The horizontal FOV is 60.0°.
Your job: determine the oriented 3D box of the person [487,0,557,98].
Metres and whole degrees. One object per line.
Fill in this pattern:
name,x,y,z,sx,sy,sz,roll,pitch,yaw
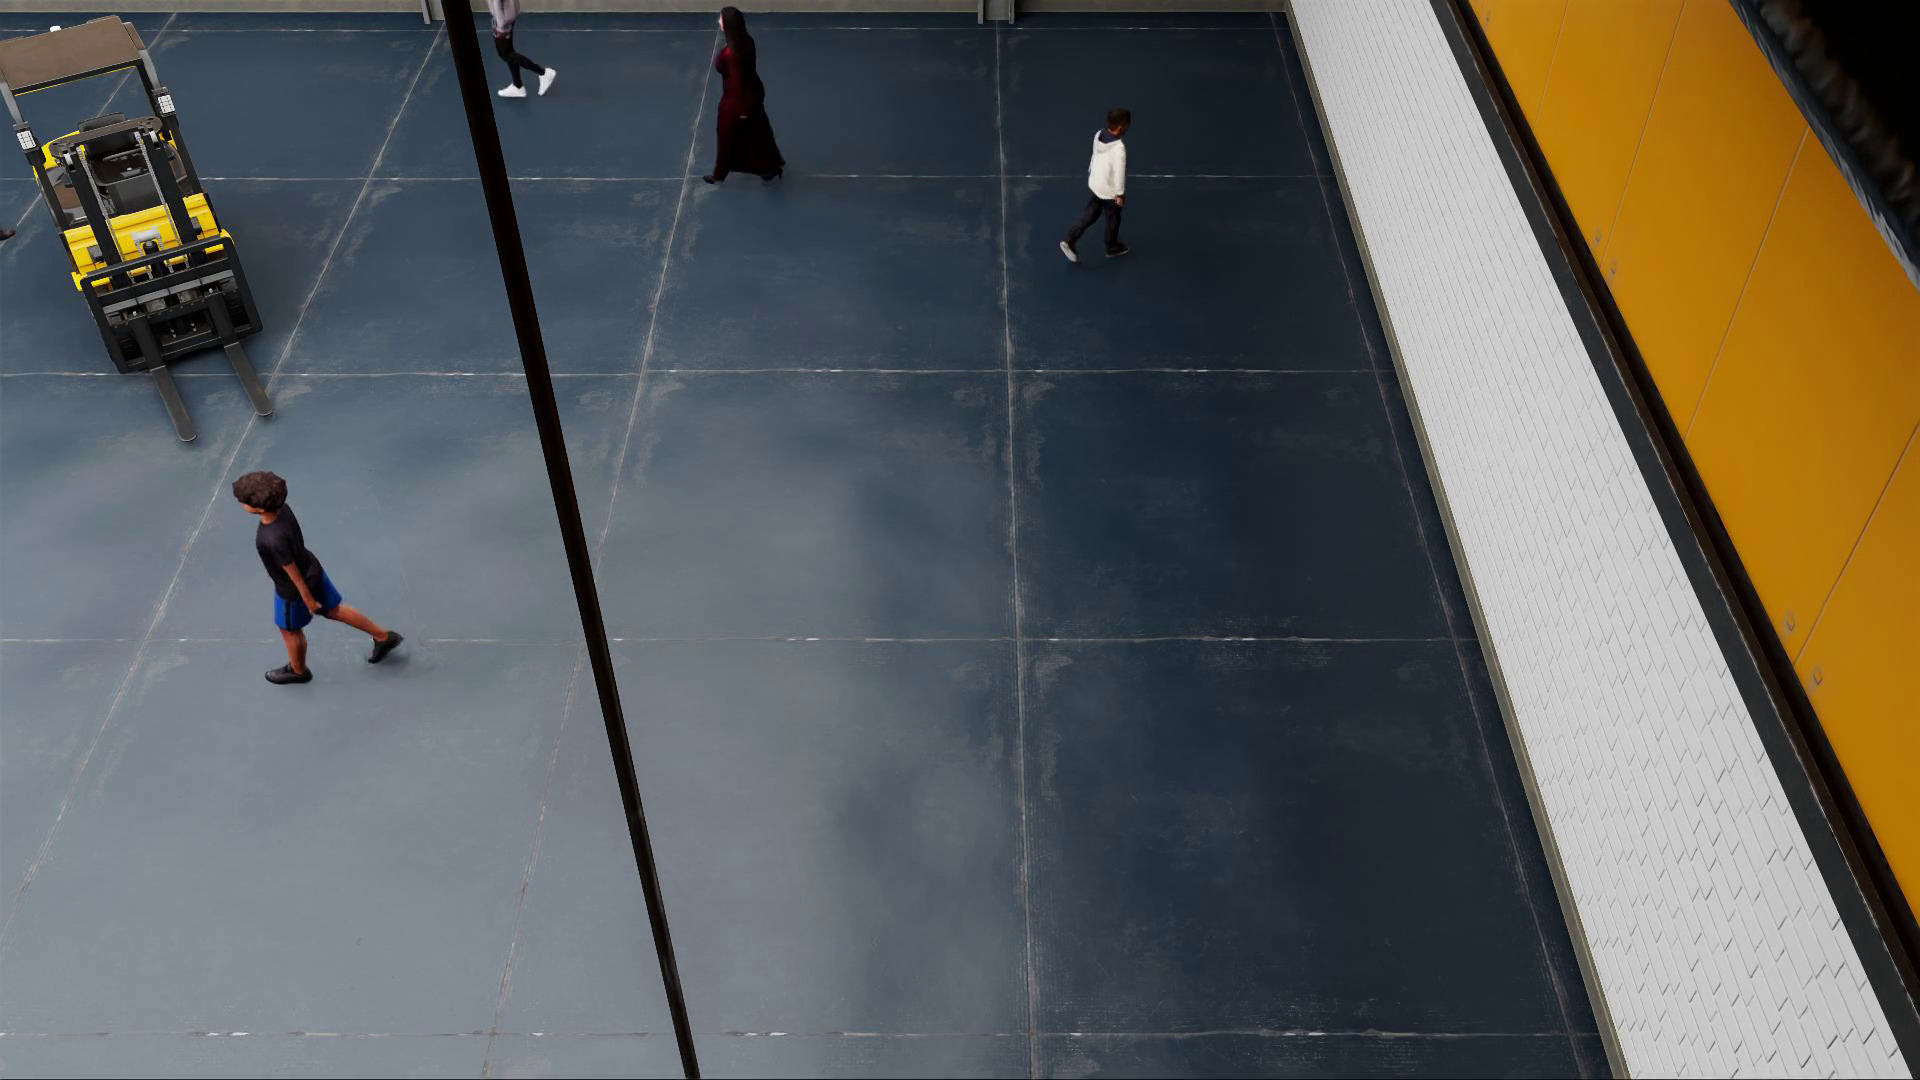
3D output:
person,-4.349,-5.112,16.246,0.855,1.755,0.636,-2,44,-2

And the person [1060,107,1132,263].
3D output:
person,1.179,-3.012,14.281,1.027,1.424,0.899,-22,48,-21

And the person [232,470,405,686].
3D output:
person,-4.133,0.236,10.622,1.173,1.769,0.718,-7,44,-7

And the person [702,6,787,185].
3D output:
person,-1.874,-3.977,15.077,1.053,1.724,0.763,5,44,5
